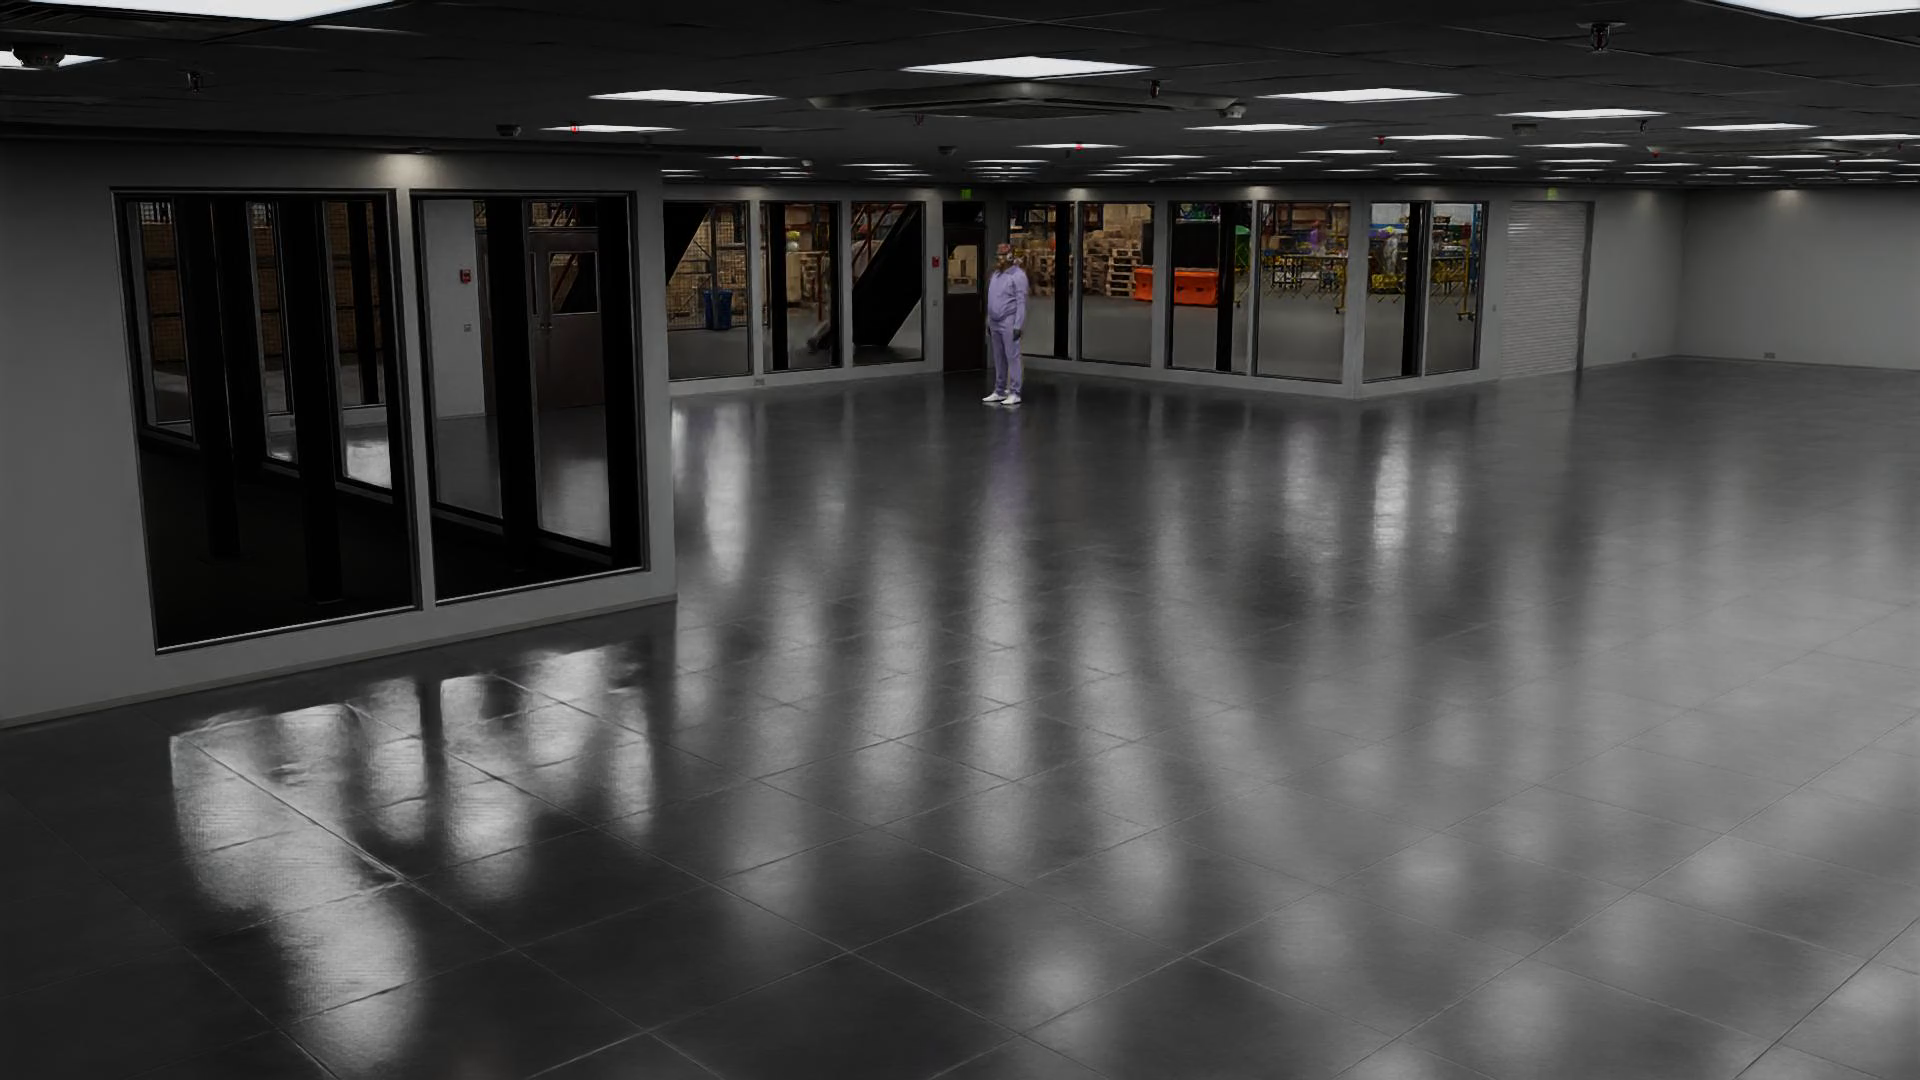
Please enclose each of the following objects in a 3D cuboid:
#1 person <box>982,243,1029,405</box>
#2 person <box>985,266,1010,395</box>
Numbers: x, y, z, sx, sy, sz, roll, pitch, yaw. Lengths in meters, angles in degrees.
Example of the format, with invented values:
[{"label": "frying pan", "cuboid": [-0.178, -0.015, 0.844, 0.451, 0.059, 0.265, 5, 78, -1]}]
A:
[{"label": "person", "cuboid": [0.529, -2.576, 19.867, 0.406, 1.911, 0.639, -7, 14, -33]}, {"label": "person", "cuboid": [0.502, -2.611, 20.776, 0.408, 1.608, 0.555, 9, 15, 39]}]
